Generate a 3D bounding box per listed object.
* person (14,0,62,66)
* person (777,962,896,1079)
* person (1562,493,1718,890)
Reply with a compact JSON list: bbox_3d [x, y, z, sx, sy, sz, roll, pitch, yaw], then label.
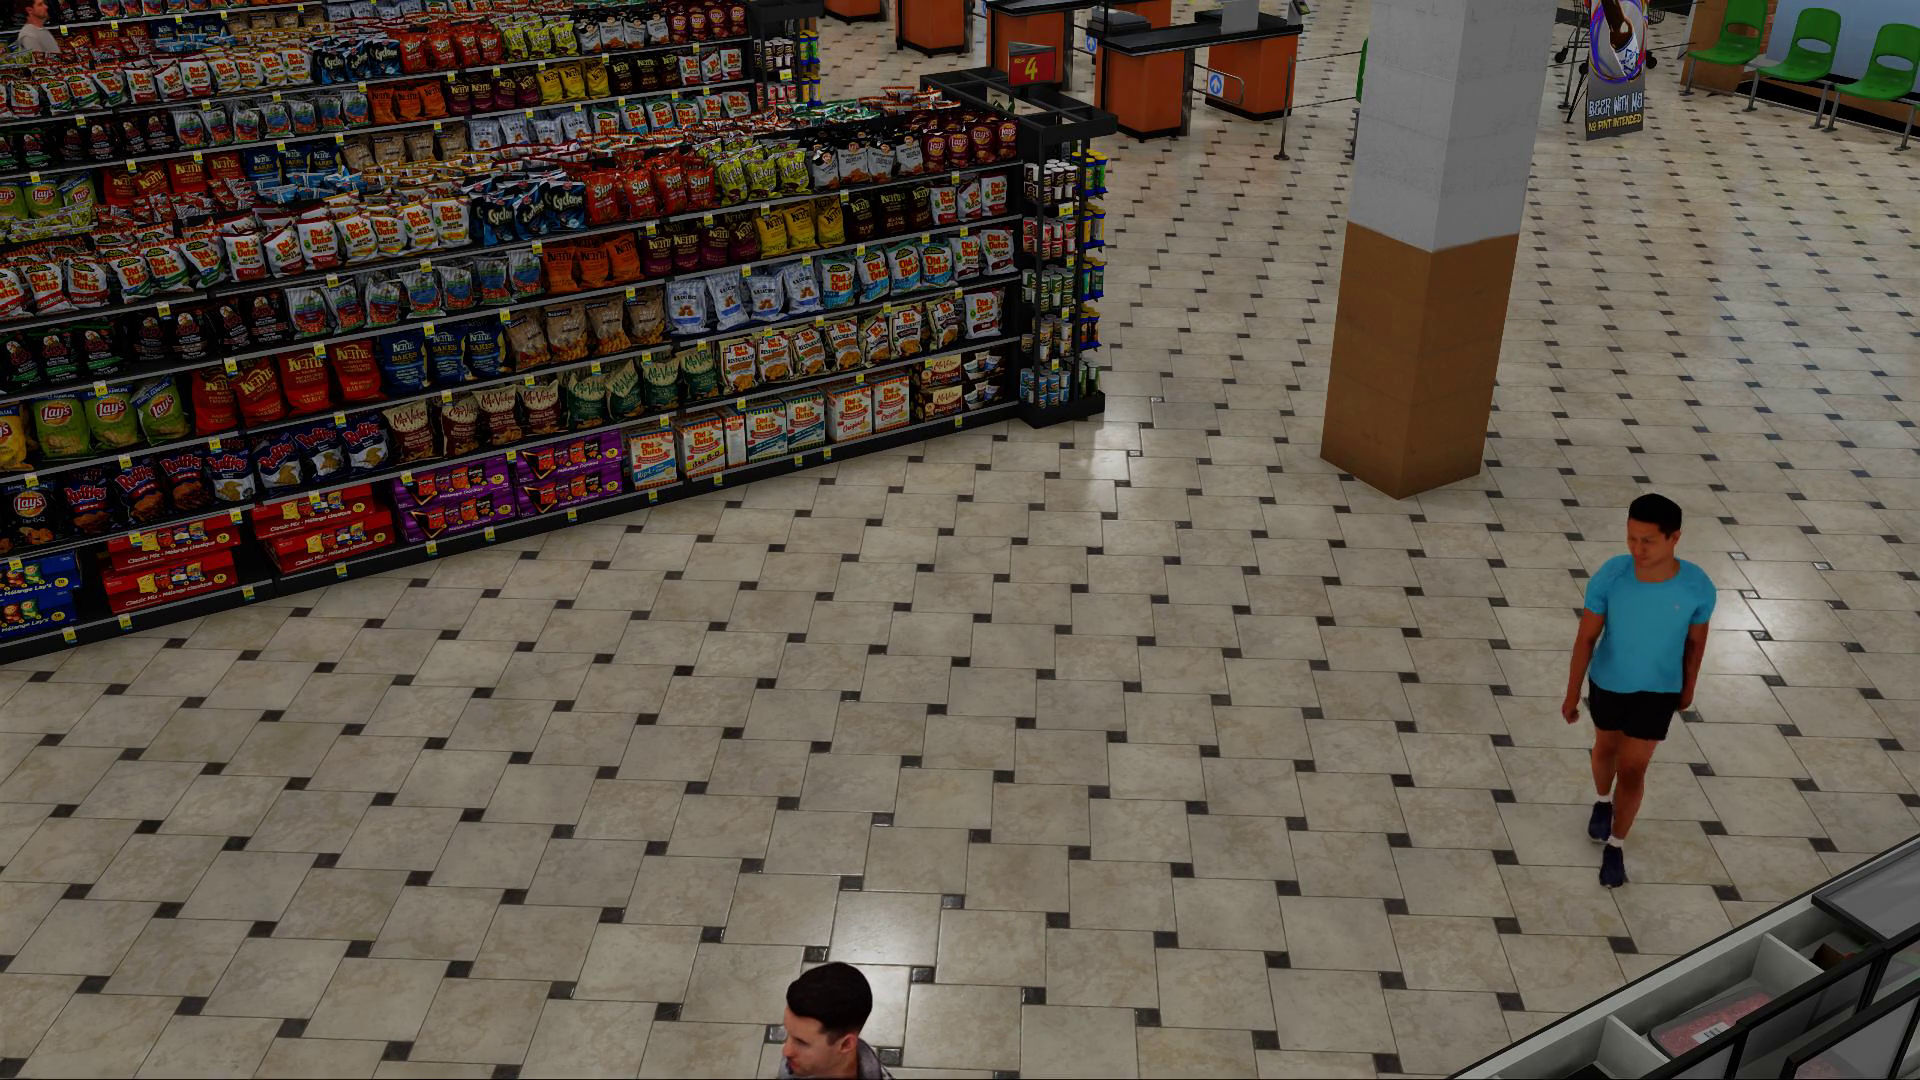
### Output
[{"bbox_3d":[-8.109,-3.947,14.845,0.668,1.904,0.713,-8,30,-15],"label":"person"},{"bbox_3d":[-0.298,1.817,4.333,0.620,1.861,0.714,-21,35,-33],"label":"person"},{"bbox_3d":[2.760,0.558,6.768,0.861,1.737,0.961,10,30,17],"label":"person"}]
